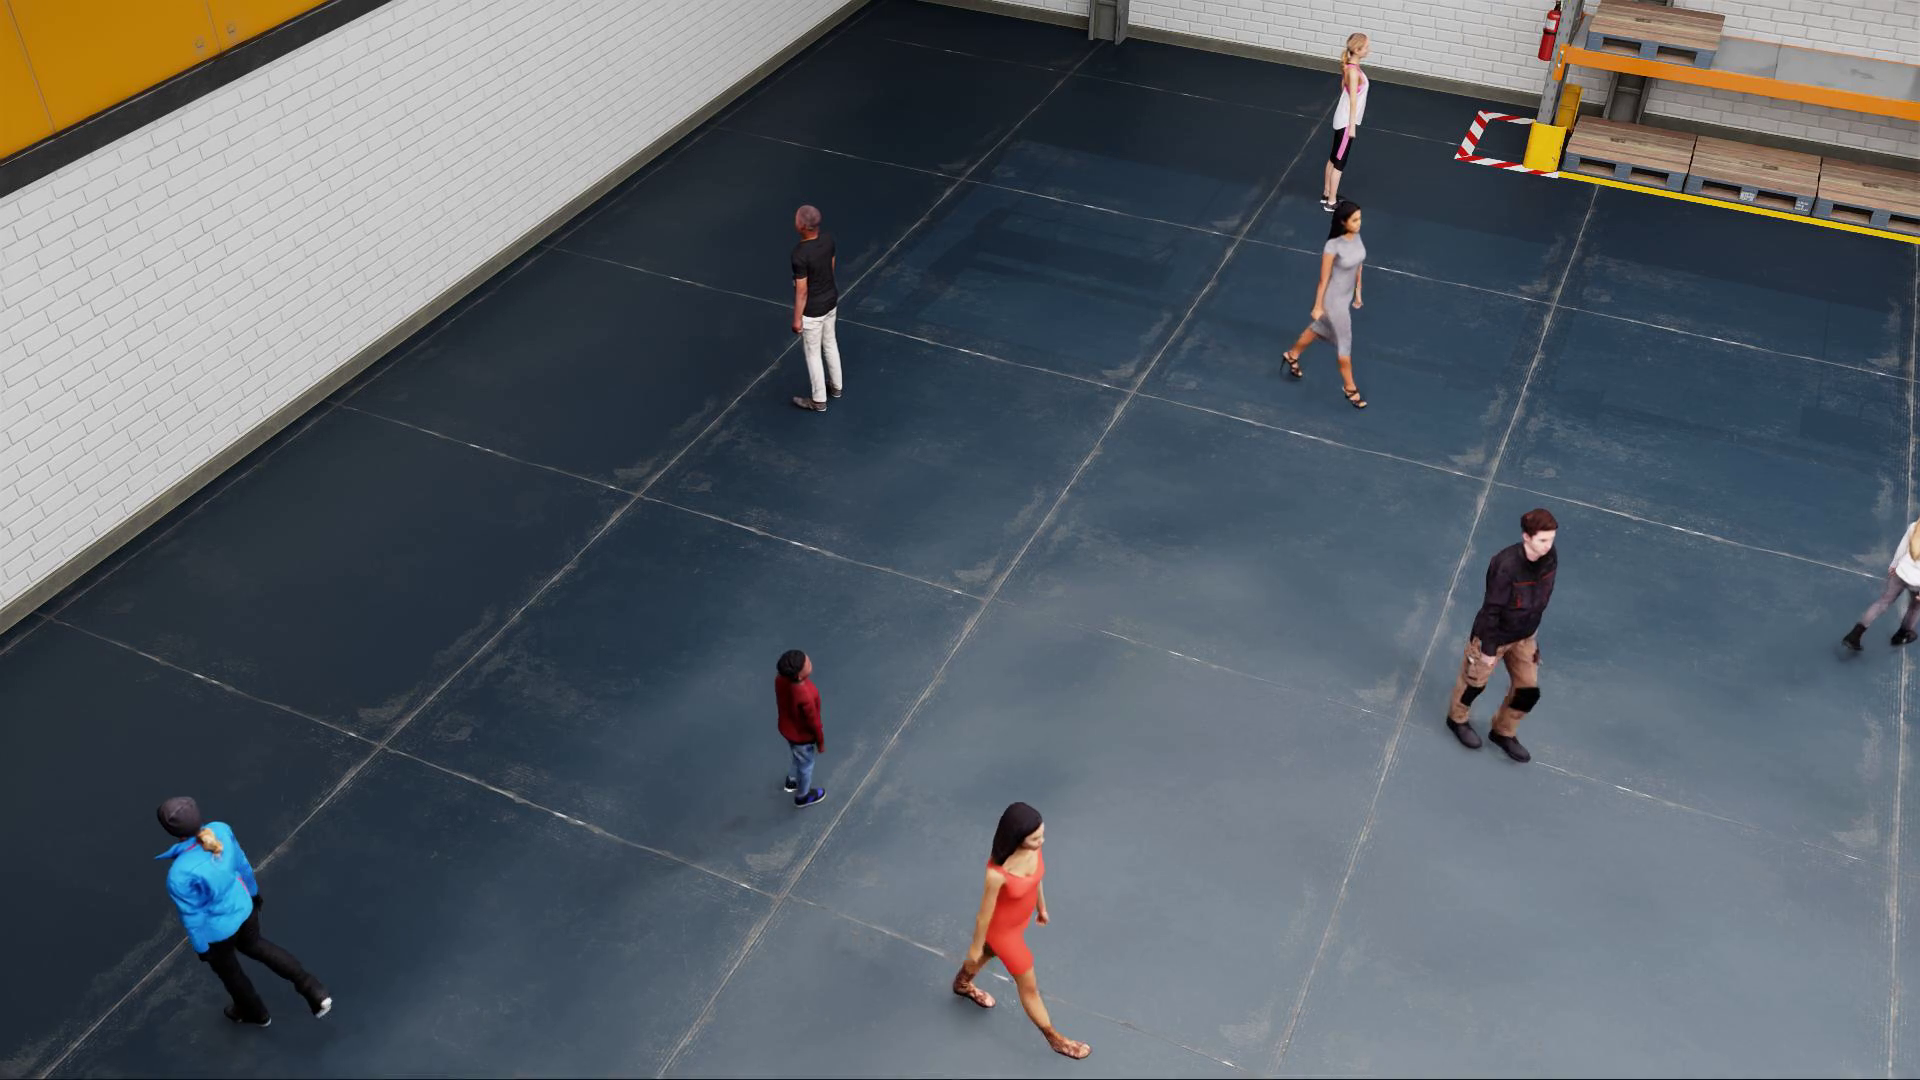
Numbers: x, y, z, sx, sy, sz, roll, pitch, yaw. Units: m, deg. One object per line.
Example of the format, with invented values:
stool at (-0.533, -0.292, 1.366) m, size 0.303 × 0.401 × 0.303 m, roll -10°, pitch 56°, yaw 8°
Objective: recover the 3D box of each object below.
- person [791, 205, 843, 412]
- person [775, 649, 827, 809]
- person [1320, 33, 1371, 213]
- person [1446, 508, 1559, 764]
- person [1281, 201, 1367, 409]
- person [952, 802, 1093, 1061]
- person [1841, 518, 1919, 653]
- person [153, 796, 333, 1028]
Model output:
person at (-1.167, -1.880, 13.464) m, size 0.614 × 1.804 × 0.695 m, roll 21°, pitch 43°, yaw 24°
person at (-1.025, 1.165, 10.098) m, size 0.642 × 1.246 × 0.544 m, roll -27°, pitch 46°, yaw -29°
person at (3.753, -4.074, 16.224) m, size 0.661 × 1.788 × 0.677 m, roll 1°, pitch 39°, yaw 1°
person at (3.342, 0.526, 10.369) m, size 0.937 × 1.906 × 0.998 m, roll -15°, pitch 41°, yaw -18°
person at (3.004, -1.972, 13.635) m, size 1.157 × 1.733 × 0.824 m, roll 31°, pitch 48°, yaw 32°
person at (0.178, 1.977, 8.746) m, size 1.119 × 1.664 × 0.652 m, roll 20°, pitch 43°, yaw 23°
person at (6.355, 0.273, 11.201) m, size 0.895 × 1.264 × 0.873 m, roll -16°, pitch 41°, yaw -19°
person at (-3.734, 1.995, 8.627) m, size 0.964 × 1.786 × 0.686 m, roll 11°, pitch 40°, yaw 14°
